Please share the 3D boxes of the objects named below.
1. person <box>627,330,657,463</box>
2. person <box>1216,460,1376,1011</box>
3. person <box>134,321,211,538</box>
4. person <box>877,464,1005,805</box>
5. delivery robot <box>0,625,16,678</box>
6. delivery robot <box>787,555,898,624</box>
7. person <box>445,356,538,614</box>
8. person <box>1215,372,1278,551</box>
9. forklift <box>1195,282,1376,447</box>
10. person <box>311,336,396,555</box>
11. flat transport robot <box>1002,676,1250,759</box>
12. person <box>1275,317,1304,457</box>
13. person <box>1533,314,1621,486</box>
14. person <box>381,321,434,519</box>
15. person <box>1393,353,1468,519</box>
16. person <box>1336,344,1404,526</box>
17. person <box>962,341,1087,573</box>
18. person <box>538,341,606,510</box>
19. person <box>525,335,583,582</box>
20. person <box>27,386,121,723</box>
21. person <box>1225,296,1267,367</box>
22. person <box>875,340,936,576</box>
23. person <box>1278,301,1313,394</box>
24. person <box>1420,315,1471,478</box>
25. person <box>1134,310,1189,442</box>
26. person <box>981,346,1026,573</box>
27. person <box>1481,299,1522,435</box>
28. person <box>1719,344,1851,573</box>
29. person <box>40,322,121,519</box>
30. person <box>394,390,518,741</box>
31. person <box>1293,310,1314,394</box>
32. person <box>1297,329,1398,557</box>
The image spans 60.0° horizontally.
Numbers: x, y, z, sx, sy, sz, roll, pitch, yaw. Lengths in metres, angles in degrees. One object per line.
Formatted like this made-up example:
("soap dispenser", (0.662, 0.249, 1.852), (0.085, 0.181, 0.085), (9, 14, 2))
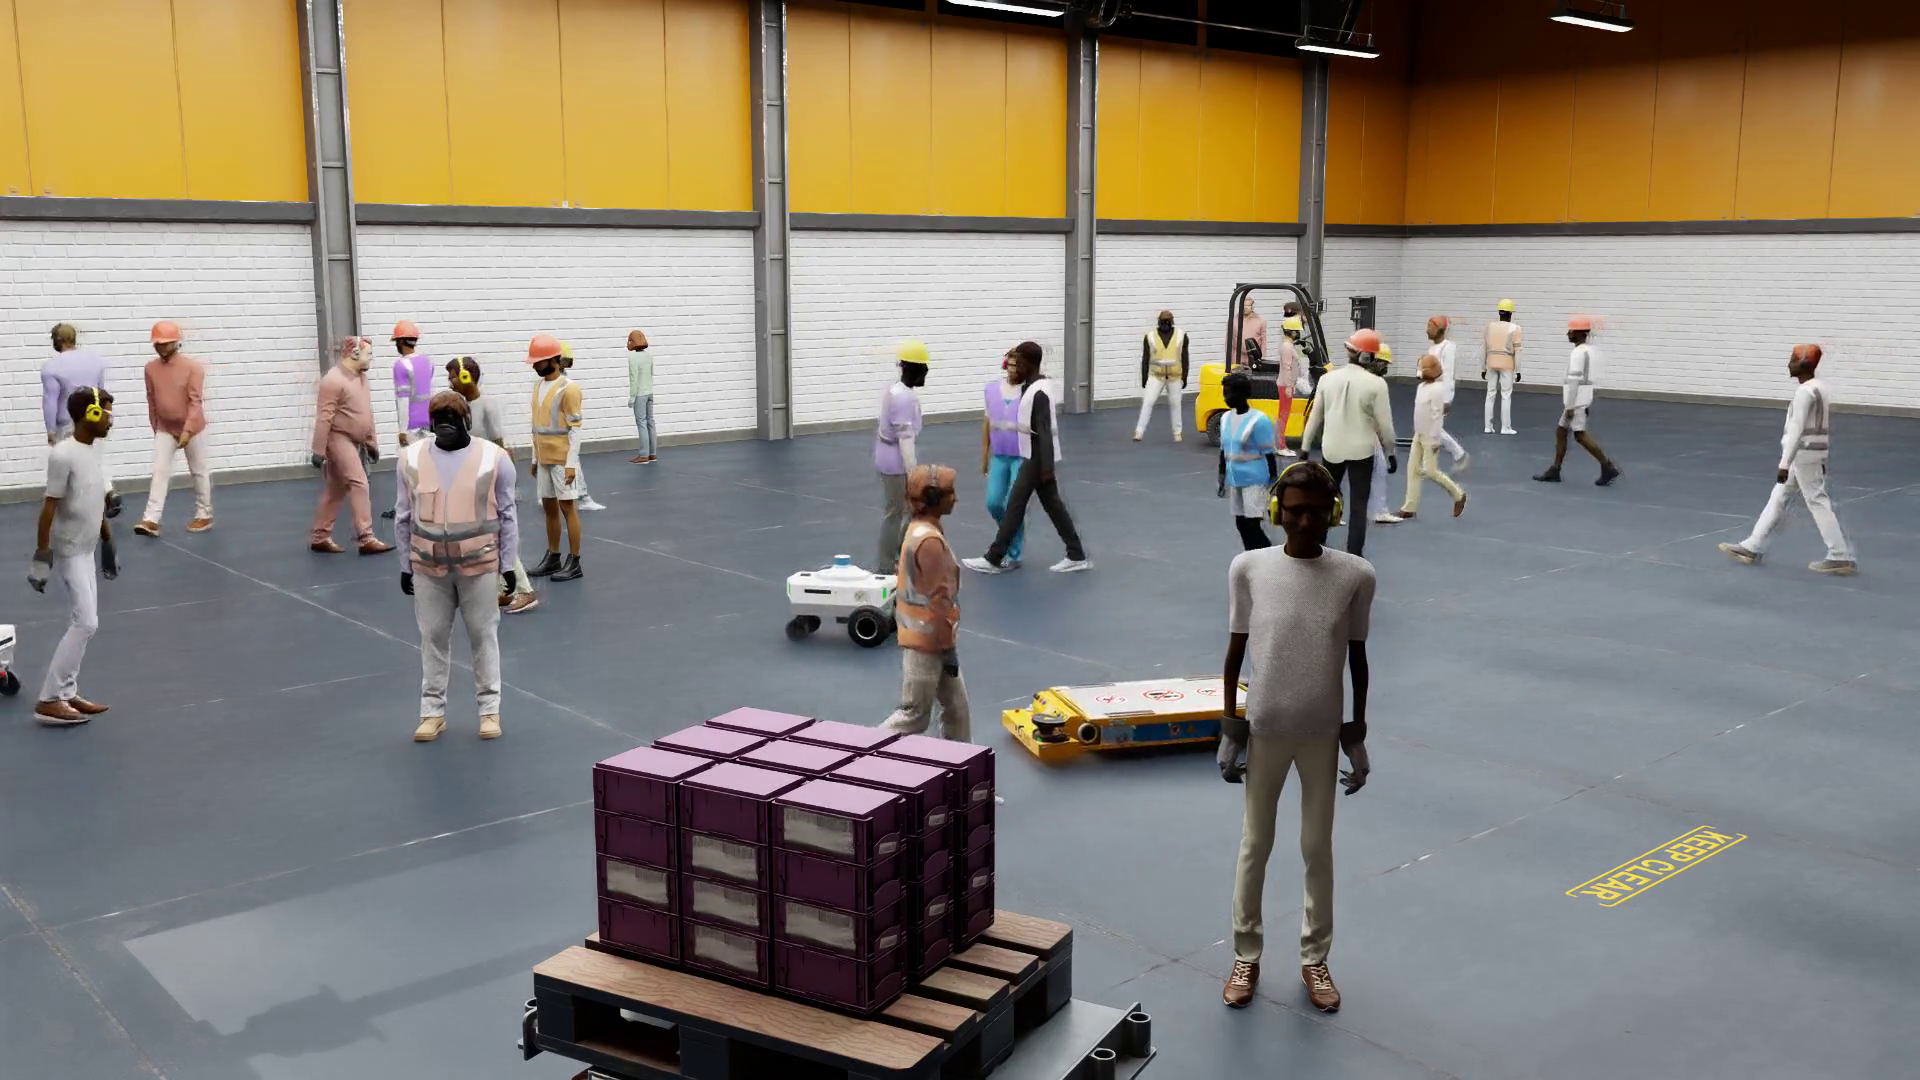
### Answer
("person", (-3.914, -1.752, 20.388), (0.286, 1.632, 0.500), (3, 10, 20))
("person", (1.124, 0.657, 5.599), (0.510, 1.871, 0.328), (1, 10, 7))
("person", (-7.114, -0.990, 15.009), (0.603, 1.941, 0.983), (1, 10, 4))
("person", (-0.199, 0.457, 7.524), (0.751, 1.613, 0.510), (0, 10, 0))
("delivery robot", (-5.775, 0.610, 9.437), (0.707, 0.478, 0.477), (-1, 10, -3))
("delivery robot", (-0.775, 0.343, 10.999), (0.707, 0.478, 0.477), (2, 10, 13))
("person", (-3.384, -0.396, 11.875), (0.430, 1.828, 0.585), (-9, 13, -41))
("person", (2.170, -0.439, 12.583), (0.421, 1.661, 0.549), (-5, 11, -26))
("forklift", (4.328, -2.346, 22.227), (2.313, 2.155, 1.214), (3, 10, 16))
("person", (-5.168, -0.790, 14.103), (0.892, 1.861, 0.666), (0, 10, 0))
("flat transport robot", (0.998, 0.916, 8.751), (1.431, 0.197, 0.652), (-3, 10, -15))
("person", (4.186, -1.947, 21.141), (0.323, 1.767, 0.533), (2, 10, 11))
("person", (6.895, -1.552, 18.425), (0.929, 1.904, 0.552), (6, 11, 32))
("person", (-5.299, -1.138, 16.055), (0.649, 1.916, 0.550), (3, 10, 18))
("person", (4.516, -0.984, 15.956), (0.684, 1.616, 0.516), (-1, 10, -7))
("person", (3.824, -0.978, 15.616), (0.538, 1.712, 0.696), (-9, 13, -42))
("person", (0.557, -0.651, 13.276), (1.025, 1.861, 0.616), (0, 10, -2))
("person", (-3.938, -1.133, 16.613), (0.724, 1.693, 0.520), (2, 10, 9))
("person", (-3.187, -0.637, 13.003), (0.543, 1.927, 0.375), (8, 13, 40))
("person", (-4.827, 0.075, 9.108), (0.476, 1.830, 0.553), (-2, 10, -10))
("person", (4.508, -2.888, 26.249), (0.646, 1.904, 0.401), (2, 10, 9))
("person", (-0.421, -0.561, 12.648), (0.506, 1.901, 0.588), (2, 10, 11))
("person", (5.484, -2.990, 27.145), (0.747, 1.801, 0.655), (1, 10, 4))
("person", (5.480, -1.618, 18.915), (0.540, 1.868, 0.598), (-1, 10, -8))
("person", (2.788, -2.231, 22.697), (0.691, 1.816, 0.441), (1, 10, 6))
("person", (0.428, -0.654, 13.423), (0.588, 1.816, 0.485), (5, 11, 27))
("person", (7.711, -2.459, 23.670), (0.595, 1.925, 0.375), (9, 13, 42))
("person", (6.738, -0.658, 13.401), (1.010, 1.827, 0.600), (6, 12, 33))
("person", (-8.274, -1.081, 15.624), (0.568, 1.919, 0.642), (5, 11, 26))
("person", (-2.637, 0.137, 8.721), (0.622, 1.845, 0.430), (-1, 10, -5))
("person", (5.714, -3.056, 28.023), (0.499, 1.633, 0.281), (3, 10, 17))
("person", (3.103, -0.707, 13.328), (0.815, 1.950, 0.798), (6, 11, 32))
